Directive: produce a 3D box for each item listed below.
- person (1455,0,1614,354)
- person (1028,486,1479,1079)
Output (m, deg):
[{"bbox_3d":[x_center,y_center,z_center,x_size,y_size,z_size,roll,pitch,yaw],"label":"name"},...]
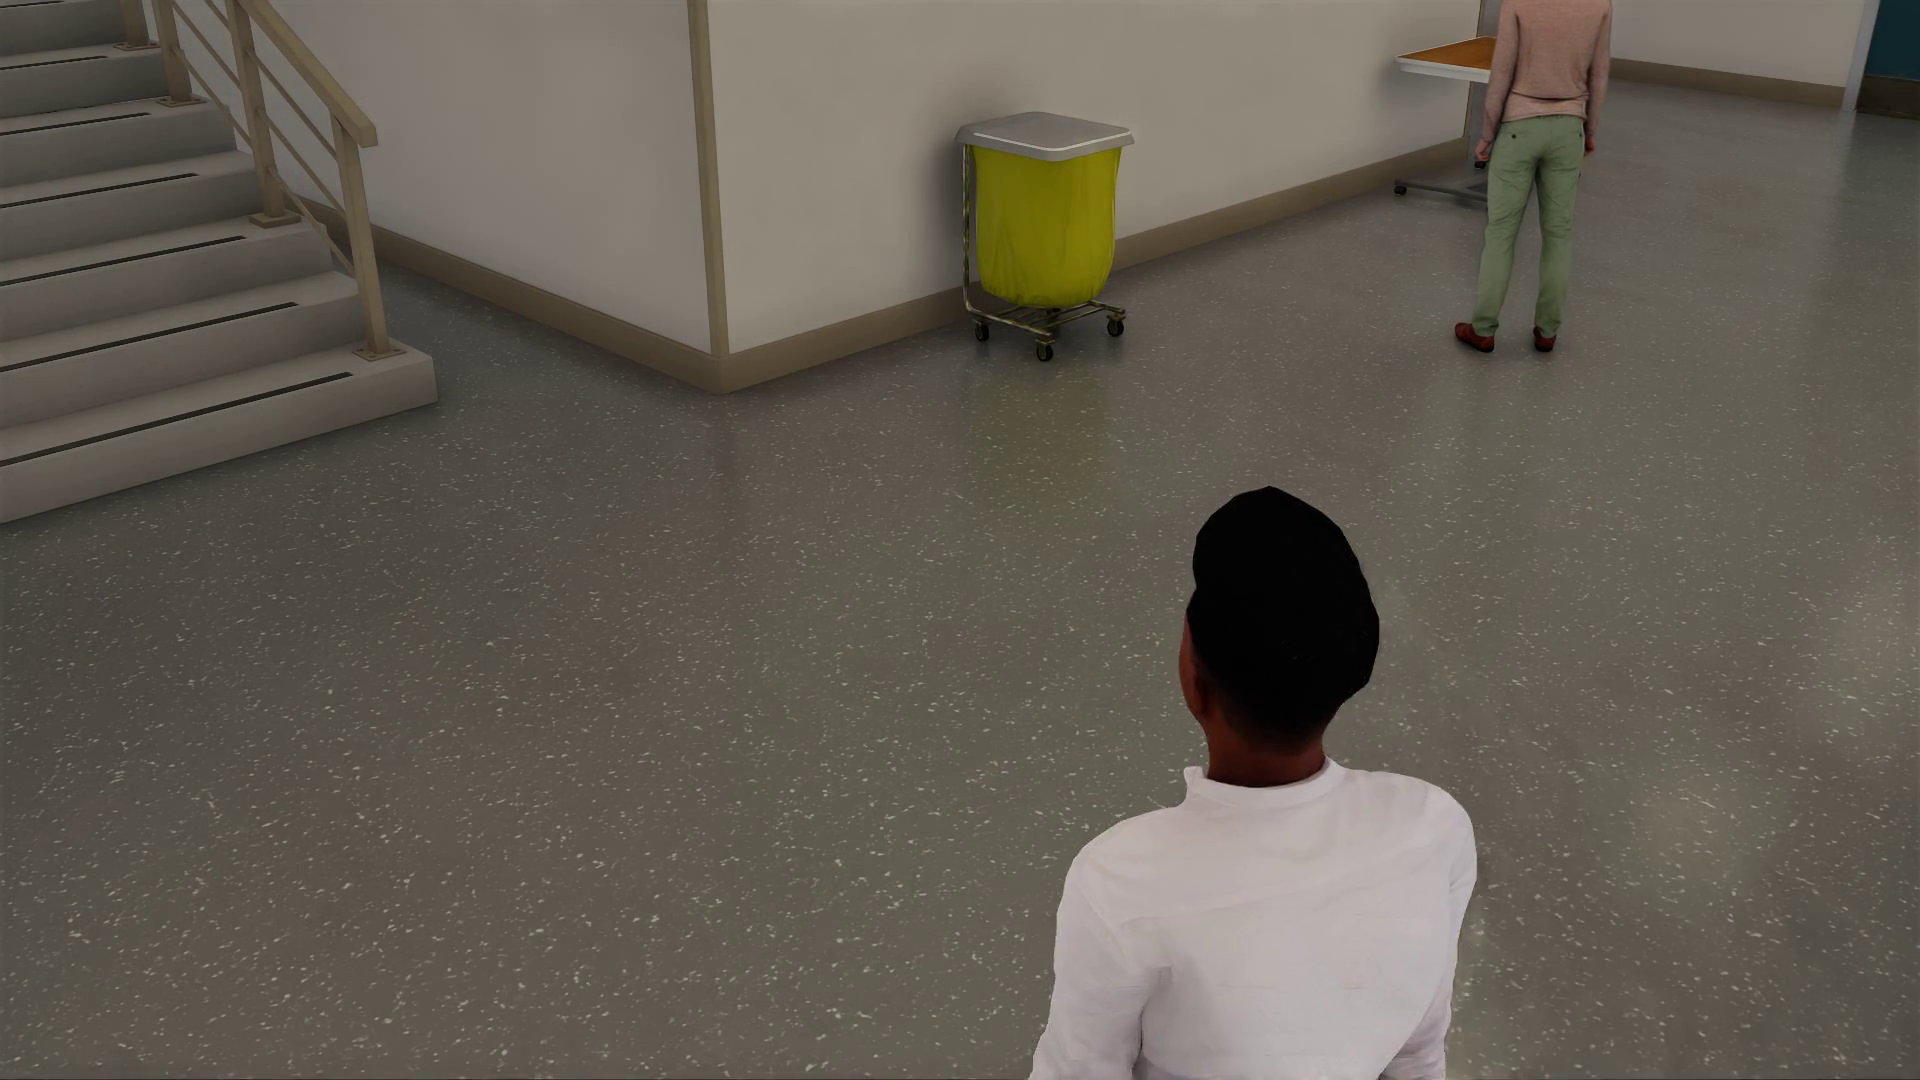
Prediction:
[{"bbox_3d":[2.496,-1.731,7.169,0.763,1.875,0.826,0,26,1],"label":"person"},{"bbox_3d":[0.341,0.853,1.929,0.969,1.772,1.258,-9,27,-18],"label":"person"}]
